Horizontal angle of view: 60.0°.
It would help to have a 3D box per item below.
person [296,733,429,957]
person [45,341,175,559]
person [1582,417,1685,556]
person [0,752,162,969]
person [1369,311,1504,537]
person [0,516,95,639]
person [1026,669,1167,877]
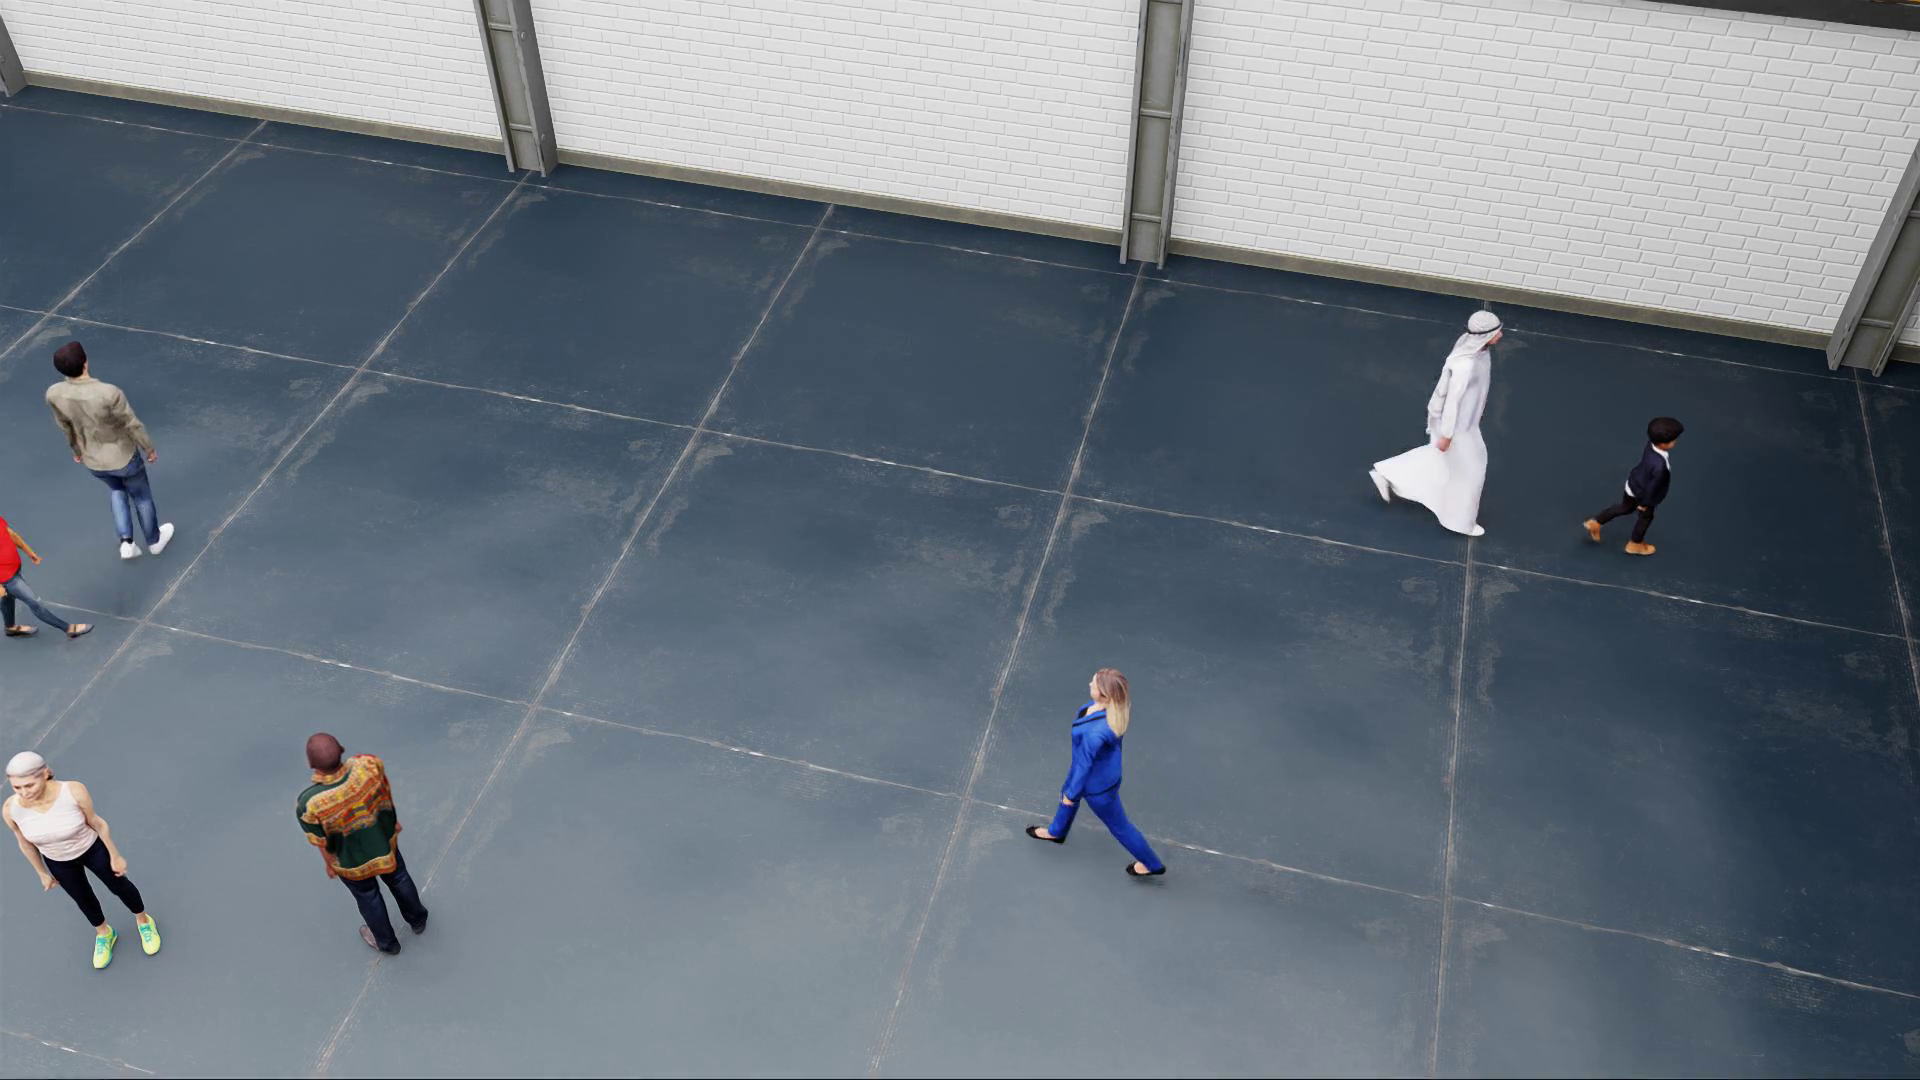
[{"bbox_3d":[-3.319,1.685,9.245,0.816,1.808,0.806,31,52,28],"label":"person"},{"bbox_3d":[-5.925,-0.535,11.545,0.811,1.851,0.877,-1,44,-1],"label":"person"},{"bbox_3d":[4.827,-0.395,11.861,0.813,1.212,0.601,2,44,2],"label":"person"},{"bbox_3d":[-4.908,1.747,9.257,0.642,1.702,0.739,-13,45,-13],"label":"person"},{"bbox_3d":[3.455,-0.873,11.867,1.173,1.895,0.762,16,46,16],"label":"person"},{"bbox_3d":[-6.464,0.216,11.168,0.929,1.283,0.706,-5,44,-5],"label":"person"},{"bbox_3d":[0.900,1.400,9.651,1.129,1.662,0.665,13,45,13],"label":"person"}]
